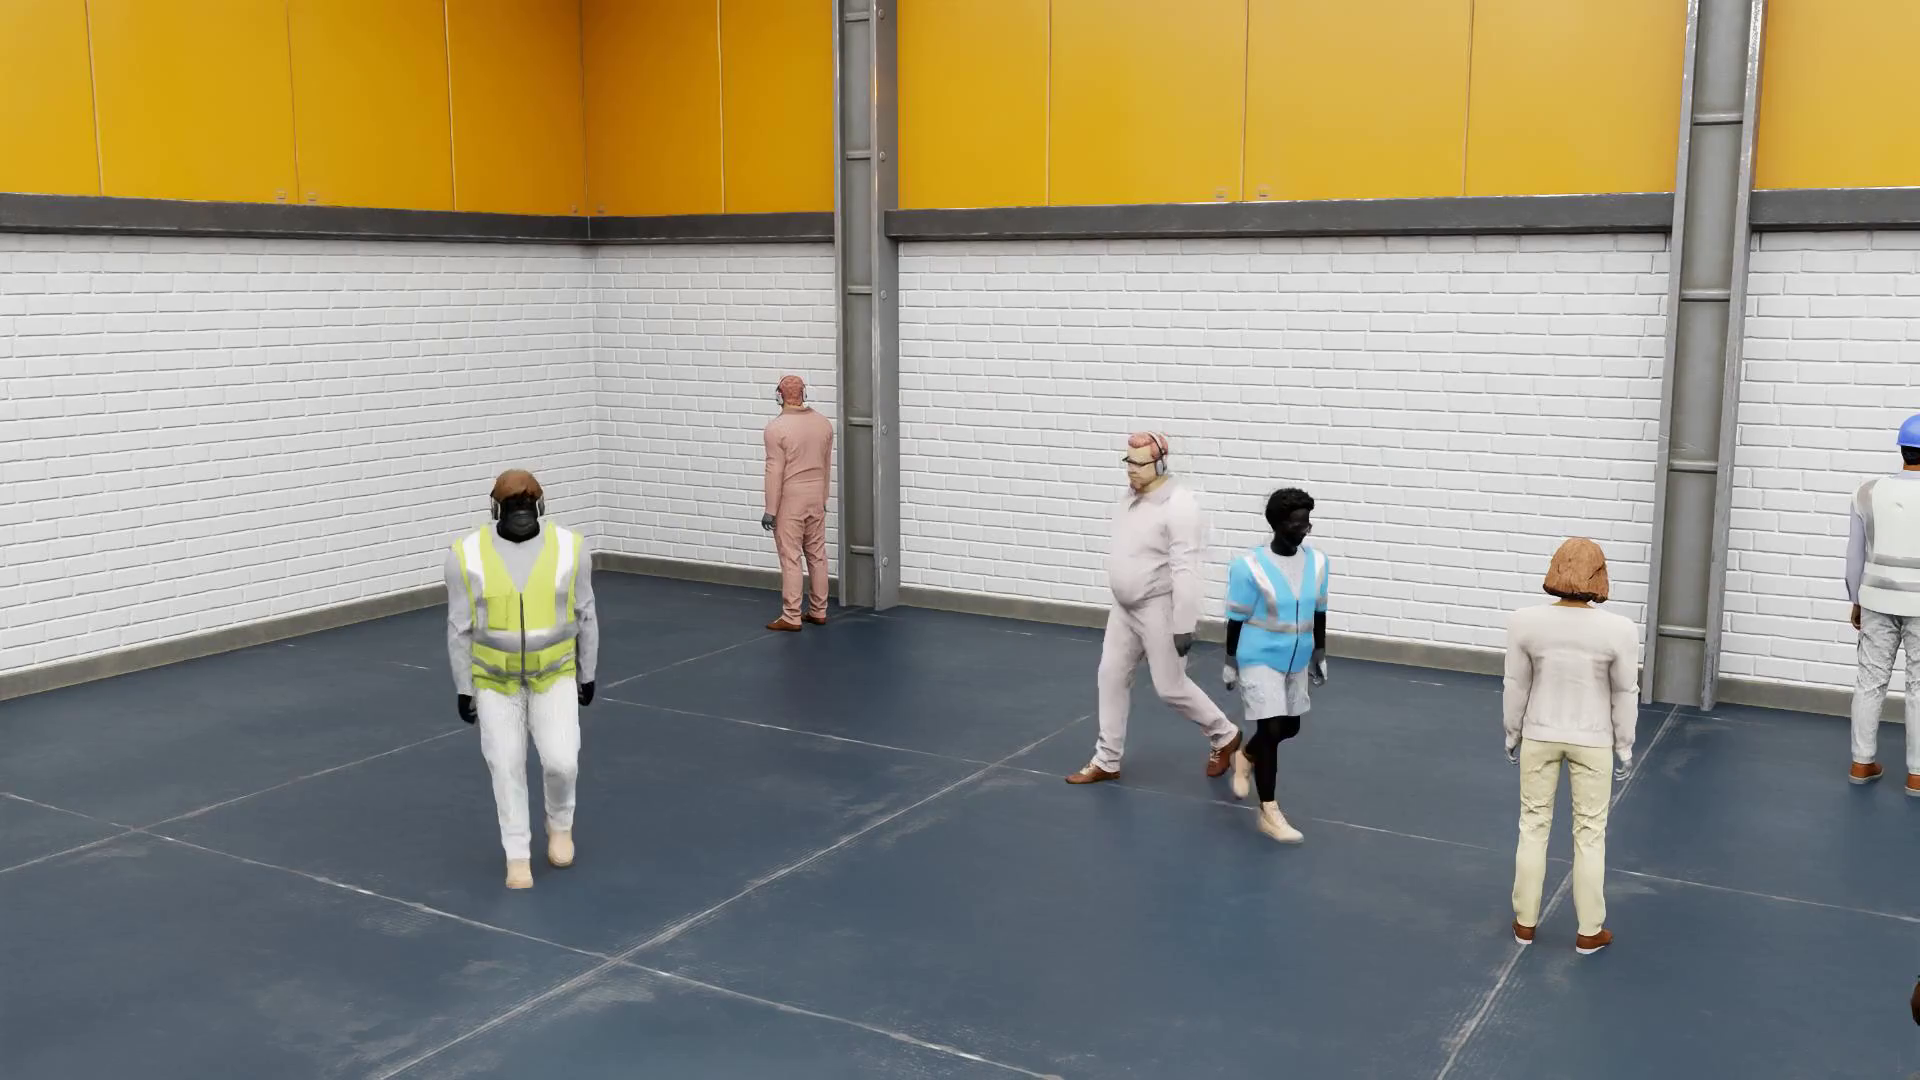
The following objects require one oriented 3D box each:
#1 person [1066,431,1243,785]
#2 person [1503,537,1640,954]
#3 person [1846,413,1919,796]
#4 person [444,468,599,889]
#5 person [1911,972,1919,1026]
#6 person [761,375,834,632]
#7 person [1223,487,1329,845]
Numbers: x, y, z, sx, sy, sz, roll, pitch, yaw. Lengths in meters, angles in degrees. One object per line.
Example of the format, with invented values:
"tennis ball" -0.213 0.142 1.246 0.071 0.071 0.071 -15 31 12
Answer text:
"person" 1.044 0.354 8.594 0.877 1.868 0.657 -4 10 -26
"person" 2.375 0.799 6.503 0.501 1.633 0.279 5 10 28
"person" 4.828 0.326 8.478 0.386 1.948 0.601 -7 11 -37
"person" -1.877 0.593 7.173 0.632 1.832 0.431 -2 9 -15
"person" 2.749 1.044 4.278 0.614 1.862 1.026 -7 11 -37
"person" -1.232 -0.272 12.354 0.401 1.904 0.640 8 12 41
"person" 1.446 0.551 7.926 0.539 1.669 0.697 -5 10 -27
